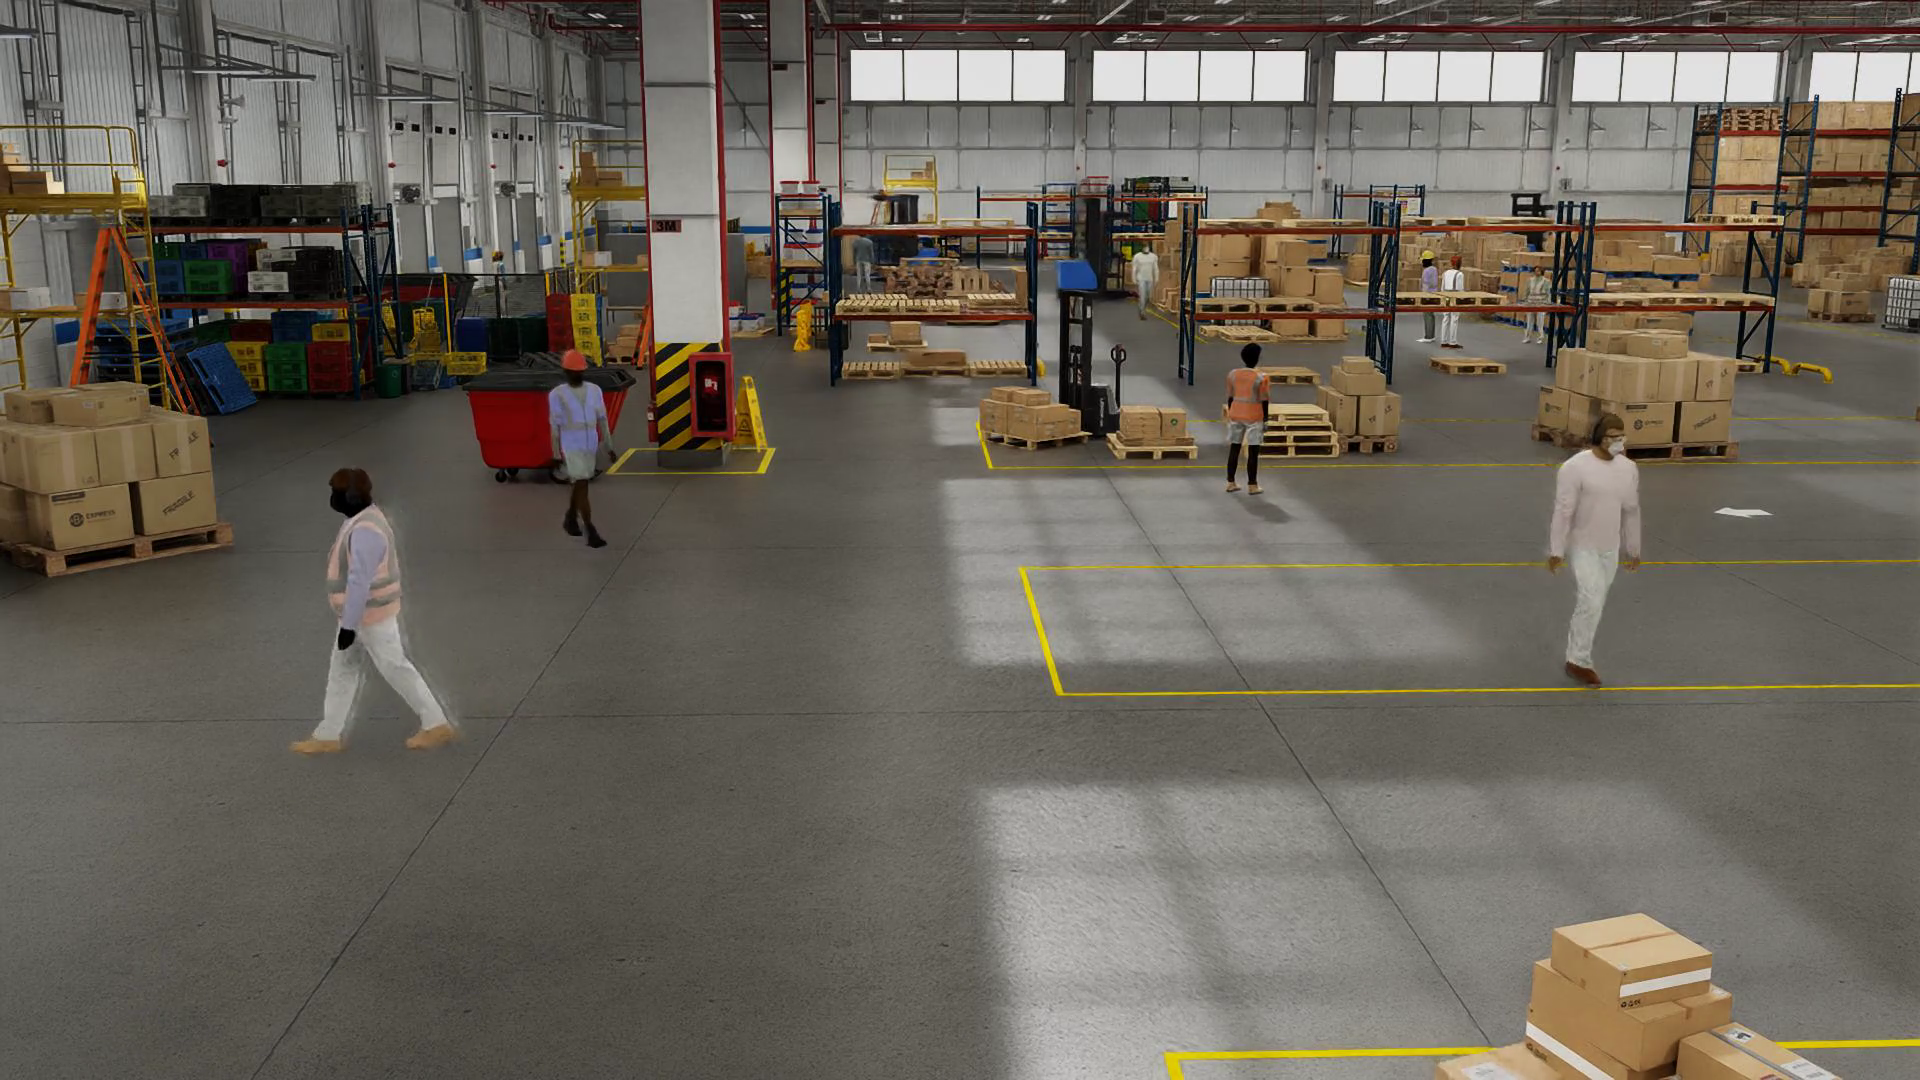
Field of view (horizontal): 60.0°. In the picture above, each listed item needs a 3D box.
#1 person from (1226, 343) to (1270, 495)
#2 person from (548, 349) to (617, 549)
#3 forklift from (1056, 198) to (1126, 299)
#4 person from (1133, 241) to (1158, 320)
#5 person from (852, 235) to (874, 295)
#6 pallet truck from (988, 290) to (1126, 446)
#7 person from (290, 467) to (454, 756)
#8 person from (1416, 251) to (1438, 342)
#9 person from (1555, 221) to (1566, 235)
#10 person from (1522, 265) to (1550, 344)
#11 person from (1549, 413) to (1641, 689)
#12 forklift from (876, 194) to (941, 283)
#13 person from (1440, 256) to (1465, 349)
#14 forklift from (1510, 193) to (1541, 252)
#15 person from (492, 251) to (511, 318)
[{"bbox_3d":[3.199,-1.341,18.492,0.535,1.690,0.320,10,16,37],"label":"person"},{"bbox_3d":[-3.687,-0.907,16.090,0.561,1.897,0.981,-11,17,-41],"label":"person"},{"bbox_3d":[3.703,-8.210,46.787,1.873,2.768,1.129,0,12,-2],"label":"forklift"},{"bbox_3d":[4.466,-6.303,40.365,0.642,1.920,0.606,-3,13,-14],"label":"person"},{"bbox_3d":[-2.804,-8.004,48.019,0.627,1.934,0.371,0,12,2],"label":"person"},{"bbox_3d":[1.257,-2.299,22.111,1.885,1.965,0.823,-9,15,-35],"label":"pallet truck"},{"bbox_3d":[-3.624,0.445,10.195,0.952,1.802,0.634,-6,14,-25],"label":"person"},{"bbox_3d":[9.866,-5.137,35.119,0.407,1.918,0.584,7,14,30],"label":"person"},{"bbox_3d":[19.965,-9.599,55.207,0.553,1.935,0.362,-10,16,-39],"label":"person"},{"bbox_3d":[12.045,-4.915,34.733,0.514,1.642,0.314,11,16,39],"label":"person"},{"bbox_3d":[4.456,0.086,11.513,0.661,1.919,0.624,-5,14,-22],"label":"person"},{"bbox_3d":[-1.654,-9.747,53.729,1.873,2.768,1.129,-7,14,-28],"label":"forklift"},{"bbox_3d":[9.996,-4.811,33.710,0.341,1.882,0.587,-6,14,-25],"label":"person"},{"bbox_3d":[19.432,-10.557,57.386,1.873,2.768,1.129,-12,17,-43],"label":"forklift"},{"bbox_3d":[-11.303,-6.264,40.850,0.319,1.631,0.525,-11,17,-41],"label":"person"}]
